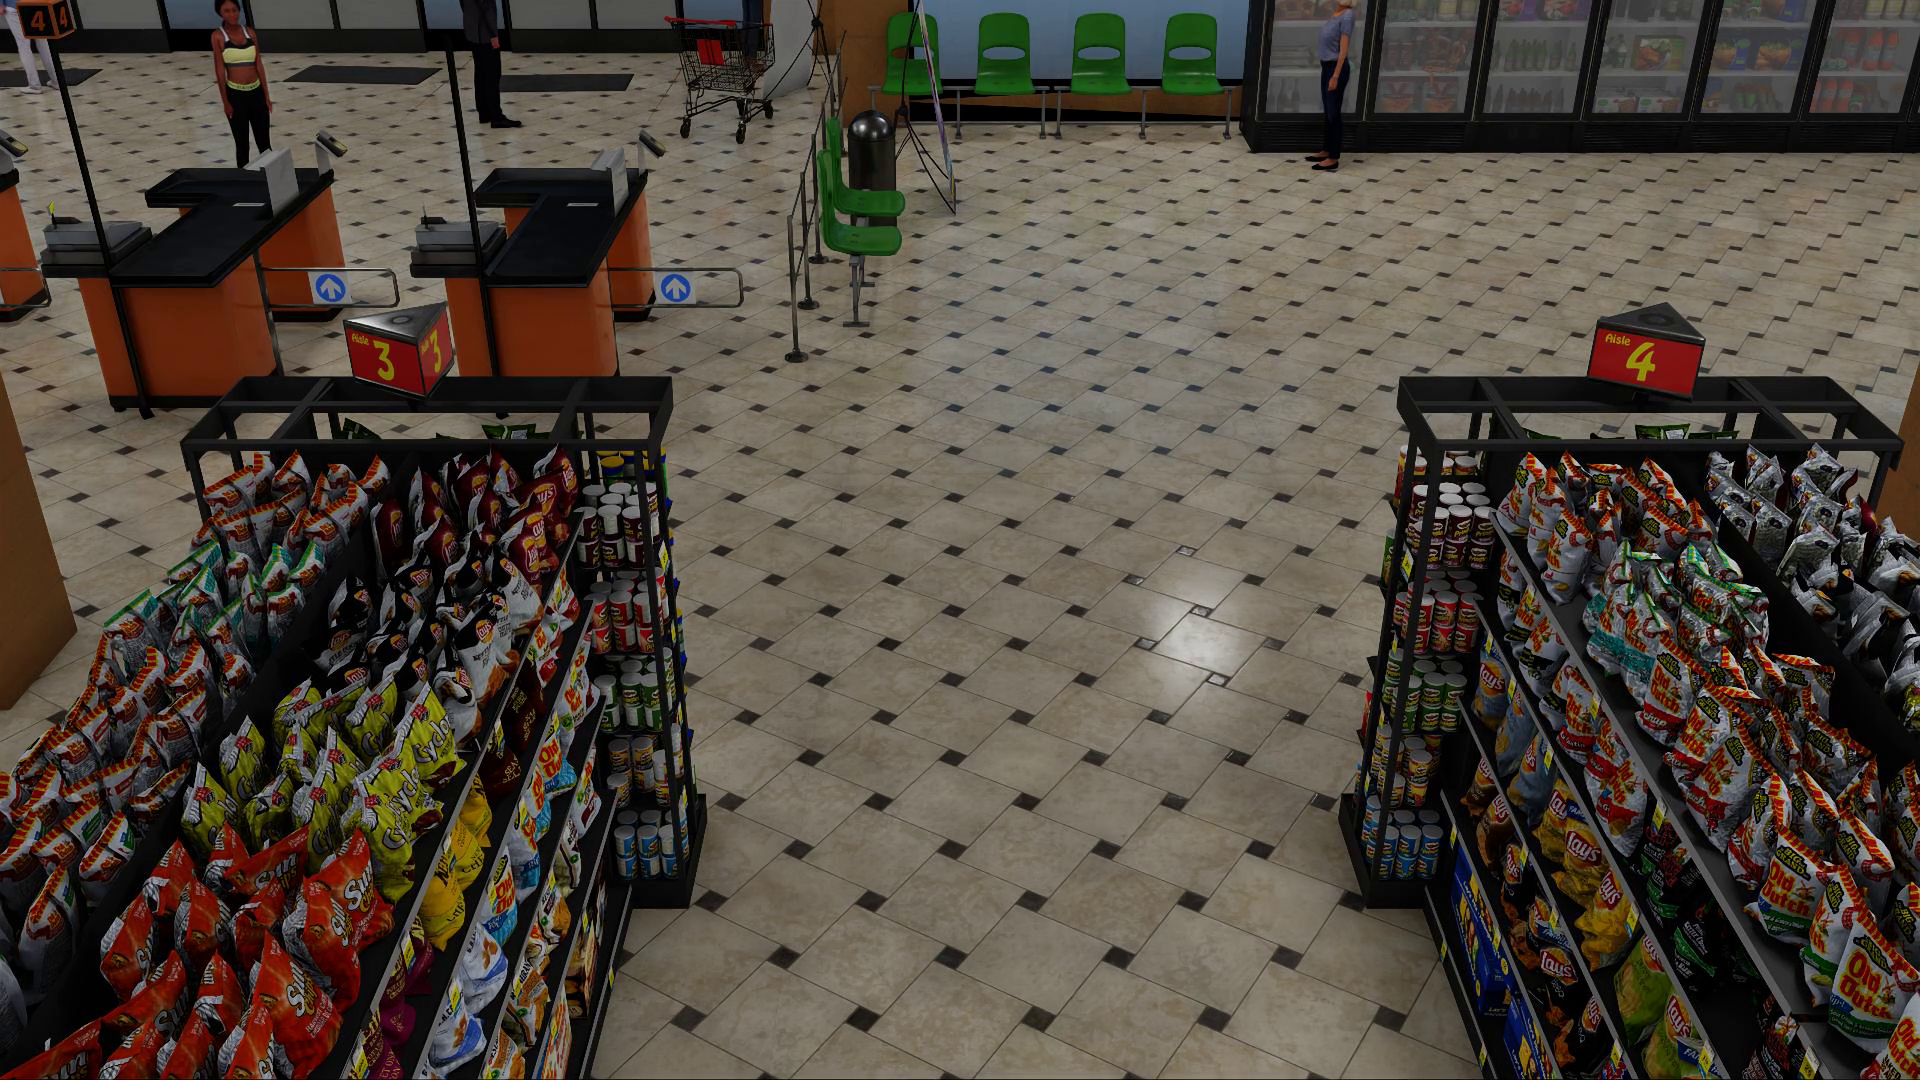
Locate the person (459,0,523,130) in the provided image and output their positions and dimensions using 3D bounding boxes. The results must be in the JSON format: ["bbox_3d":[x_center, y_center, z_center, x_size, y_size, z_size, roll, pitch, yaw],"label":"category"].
[{"bbox_3d":[-4.664,-4.986,16.258,0.866,1.842,0.776,-21,35,-33],"label":"person"}]

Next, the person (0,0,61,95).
[{"bbox_3d":[-9.849,-5.655,17.436,0.803,1.887,0.693,16,33,27],"label":"person"}]

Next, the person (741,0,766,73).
[{"bbox_3d":[-2.315,-6.110,18.372,0.736,1.790,0.622,-15,32,-26],"label":"person"}]

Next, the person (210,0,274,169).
[{"bbox_3d":[-6.015,-3.698,13.990,0.638,1.755,0.694,-24,37,-37],"label":"person"}]

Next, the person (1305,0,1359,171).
[{"bbox_3d":[3.388,-4.228,14.994,0.631,1.722,0.435,0,29,-1],"label":"person"}]
